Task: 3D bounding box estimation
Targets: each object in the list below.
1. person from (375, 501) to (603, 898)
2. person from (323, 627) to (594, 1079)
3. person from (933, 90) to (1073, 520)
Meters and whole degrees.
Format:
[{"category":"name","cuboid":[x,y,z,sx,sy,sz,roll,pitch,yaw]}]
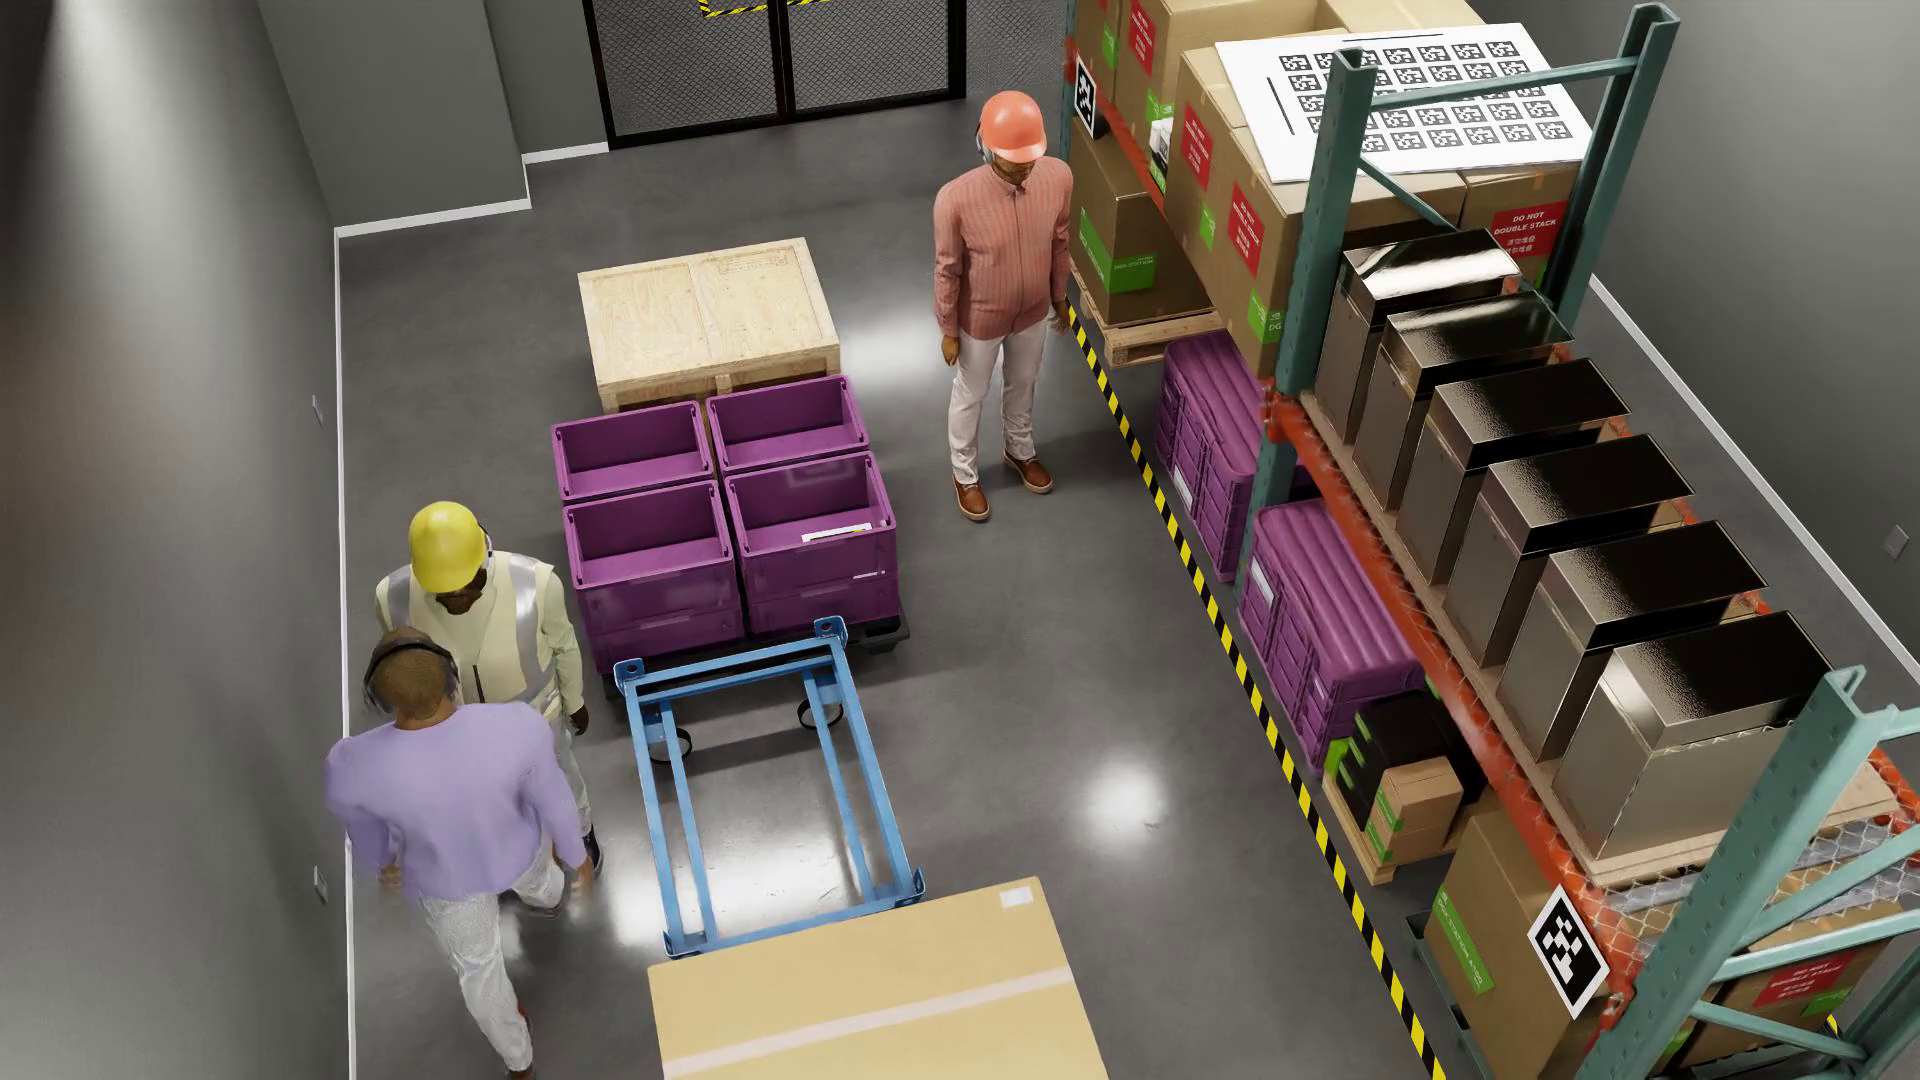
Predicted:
[{"category":"person","cuboid":[-1.518,0.540,5.461,0.590,1.834,0.403,-9,48,-8]},{"category":"person","cuboid":[-1.502,0.868,5.119,0.655,1.894,0.917,-13,49,-12]},{"category":"person","cuboid":[0.180,-0.927,6.701,0.608,1.994,0.377,-22,51,-19]}]
